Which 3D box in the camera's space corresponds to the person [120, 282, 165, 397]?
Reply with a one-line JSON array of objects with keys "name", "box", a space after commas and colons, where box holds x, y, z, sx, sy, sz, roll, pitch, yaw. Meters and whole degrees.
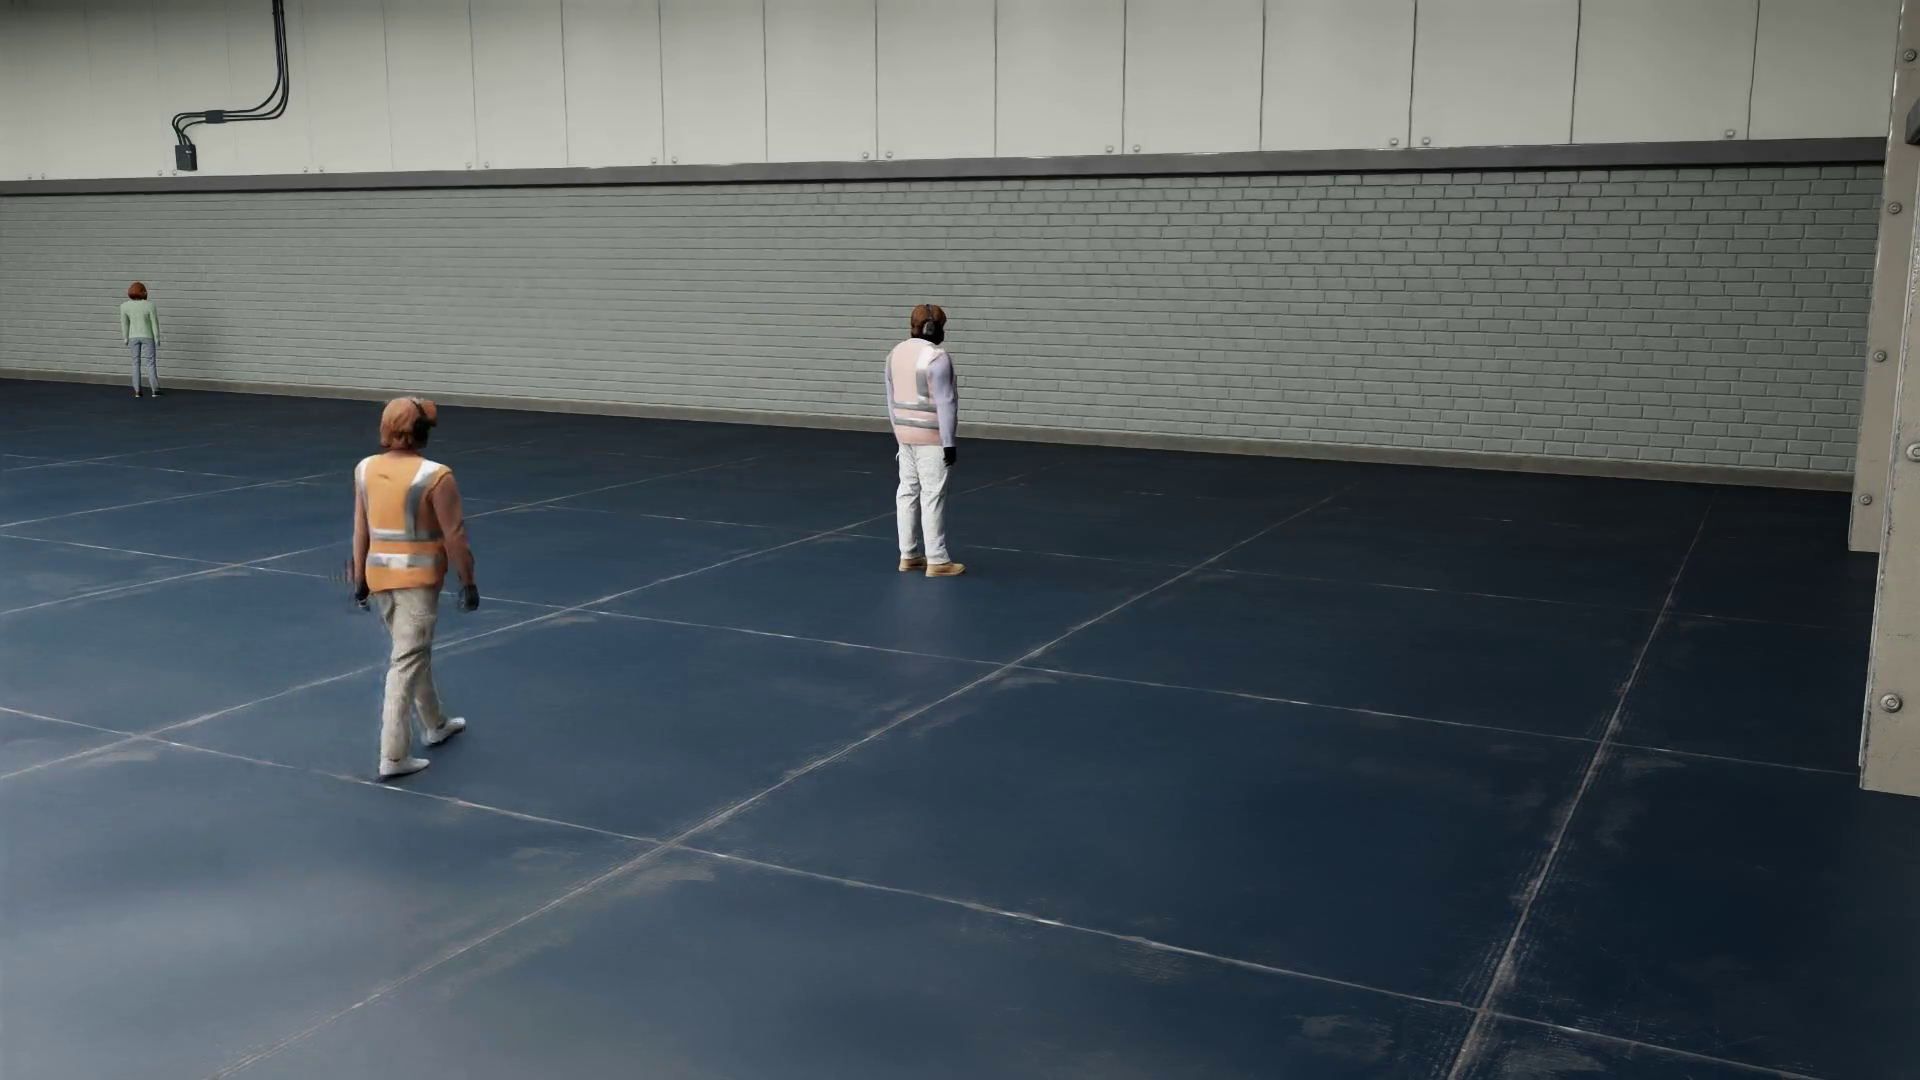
[{"name": "person", "box": [-11.672, -2.855, 23.724, 0.499, 1.633, 0.288, -1, 10, -5]}]

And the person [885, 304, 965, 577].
[{"name": "person", "box": [-0.225, -0.673, 11.275, 0.430, 1.838, 0.619, -8, 13, -39]}]

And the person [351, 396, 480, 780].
[{"name": "person", "box": [-2.324, 0.183, 7.225, 0.539, 1.603, 0.782, 5, 11, 25]}]
